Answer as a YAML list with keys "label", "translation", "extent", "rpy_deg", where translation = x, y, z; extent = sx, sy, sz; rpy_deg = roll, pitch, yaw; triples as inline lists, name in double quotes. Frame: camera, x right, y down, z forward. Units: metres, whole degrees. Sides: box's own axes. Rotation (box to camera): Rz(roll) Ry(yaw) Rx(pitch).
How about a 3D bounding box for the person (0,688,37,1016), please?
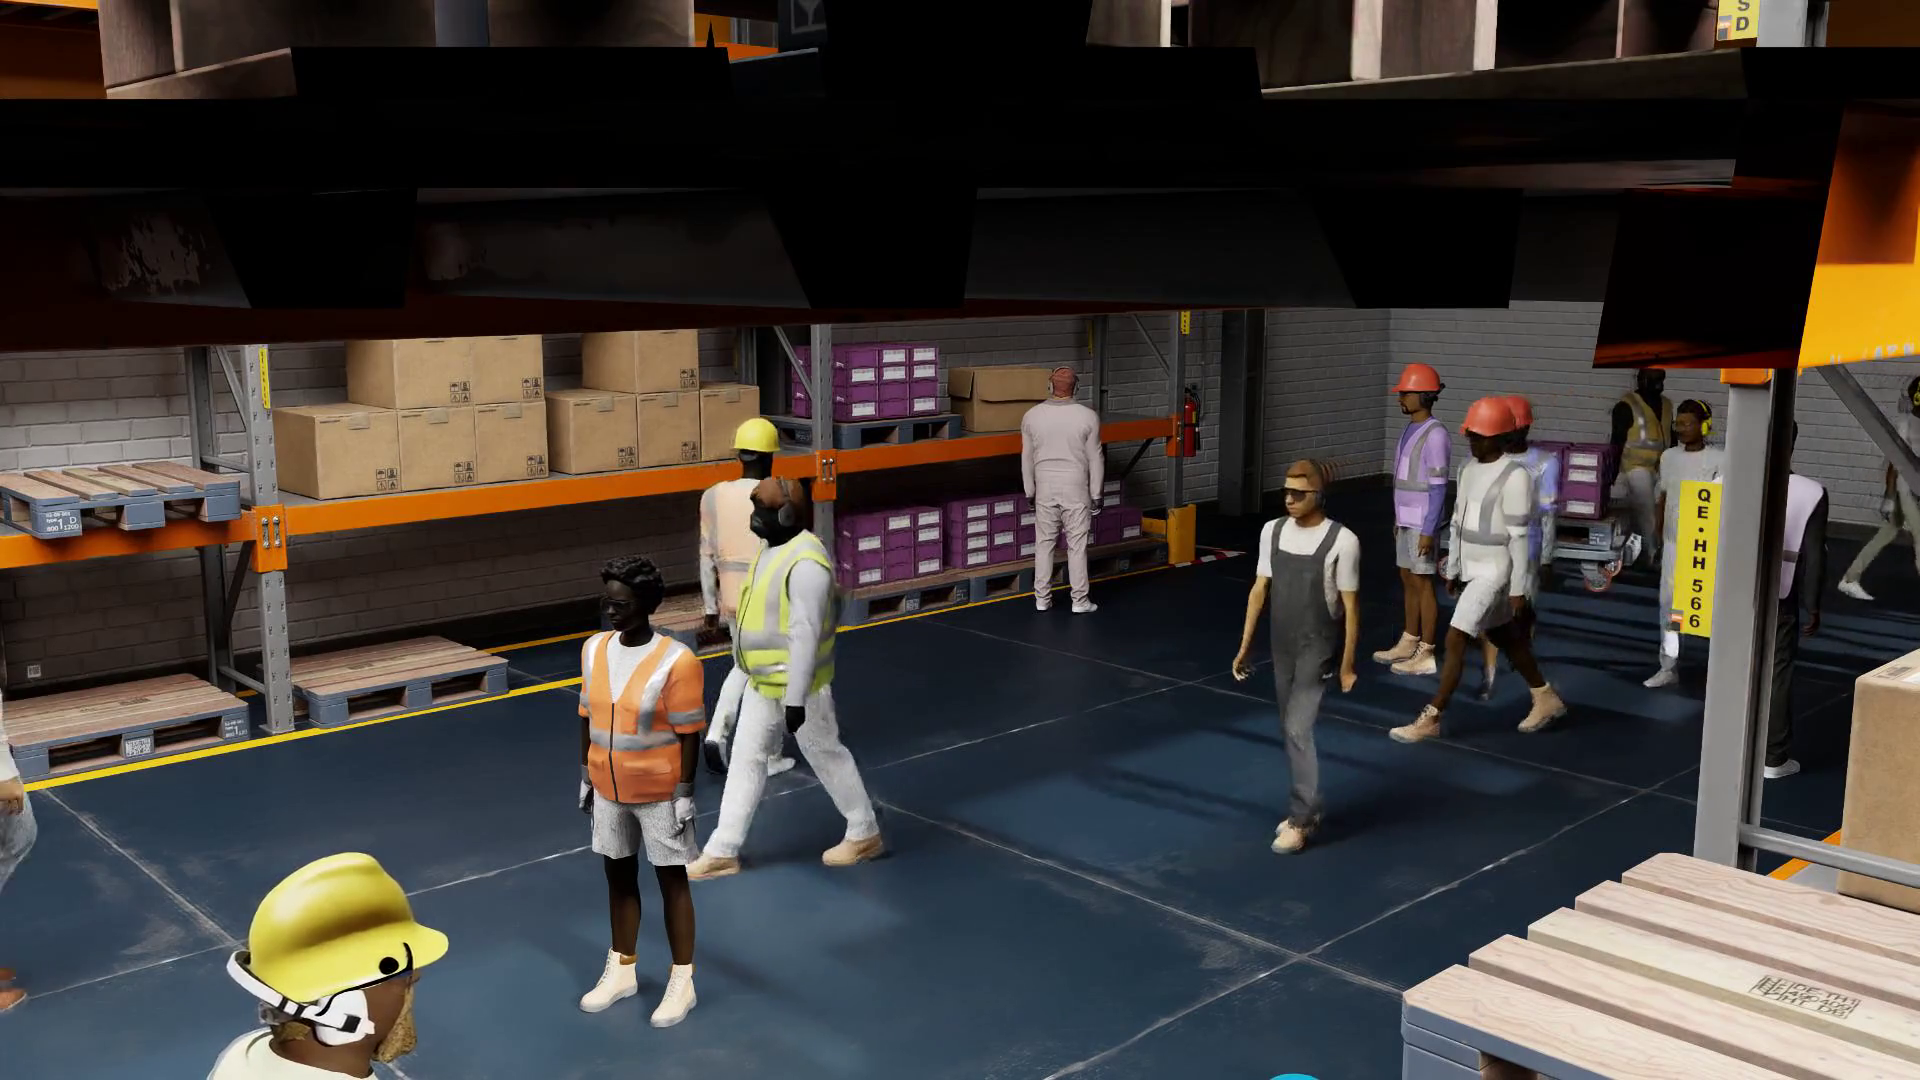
- label: "person"
  translation: [-3.553, 0.781, 5.934]
  extent: [0.467, 1.923, 0.639]
  rpy_deg: [-7, 12, -35]

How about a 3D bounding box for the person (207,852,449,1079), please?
- label: "person"
  translation: [-0.953, 1.383, 2.652]
  extent: [0.403, 1.833, 0.591]
  rpy_deg: [-9, 13, -42]

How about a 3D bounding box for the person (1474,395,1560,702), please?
- label: "person"
  translation: [3.479, 0.023, 10.461]
  extent: [0.547, 1.900, 0.842]
  rpy_deg: [5, 11, 29]

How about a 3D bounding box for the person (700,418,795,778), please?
- label: "person"
  translation: [-1.085, 0.324, 8.645]
  extent: [0.595, 1.911, 0.524]
  rpy_deg: [4, 11, 24]

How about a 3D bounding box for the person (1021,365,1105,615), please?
- label: "person"
  translation: [0.800, -0.378, 12.741]
  extent: [0.651, 1.907, 0.410]
  rpy_deg: [4, 10, 21]

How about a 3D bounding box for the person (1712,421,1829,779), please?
- label: "person"
  translation: [4.220, 0.296, 8.765]
  extent: [0.591, 1.918, 0.383]
  rpy_deg: [8, 13, 39]

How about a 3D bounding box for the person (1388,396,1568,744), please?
- label: "person"
  translation: [3.006, 0.165, 9.377]
  extent: [1.091, 1.985, 0.638]
  rpy_deg: [-2, 10, -10]

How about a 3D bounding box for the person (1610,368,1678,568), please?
- label: "person"
  translation: [6.088, -0.668, 14.785]
  extent: [0.644, 1.795, 0.953]
  rpy_deg: [-5, 11, -26]

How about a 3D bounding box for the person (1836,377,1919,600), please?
- label: "person"
  translation: [7.408, -0.377, 13.032]
  extent: [0.548, 1.826, 0.965]
  rpy_deg: [-9, 13, -43]

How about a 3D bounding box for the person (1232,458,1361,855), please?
- label: "person"
  translation: [1.534, 0.530, 7.684]
  extent: [0.666, 1.824, 0.530]
  rpy_deg: [-8, 12, -39]

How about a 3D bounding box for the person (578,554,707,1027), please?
- label: "person"
  translation: [-1.149, 0.887, 5.956]
  extent: [0.535, 1.697, 0.318]
  rpy_deg: [5, 11, 25]

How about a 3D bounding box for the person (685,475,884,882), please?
- label: "person"
  translation: [-0.760, 0.606, 7.329]
  extent: [0.945, 1.797, 0.639]
  rpy_deg: [-5, 11, -27]

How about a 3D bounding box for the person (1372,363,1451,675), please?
- label: "person"
  translation: [2.982, -0.135, 10.922]
  extent: [0.377, 2.045, 0.605]
  rpy_deg: [-1, 10, -5]

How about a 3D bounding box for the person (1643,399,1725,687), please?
- label: "person"
  translation: [4.658, 0.027, 10.566]
  extent: [0.556, 1.845, 0.517]
  rpy_deg: [-5, 11, -29]
